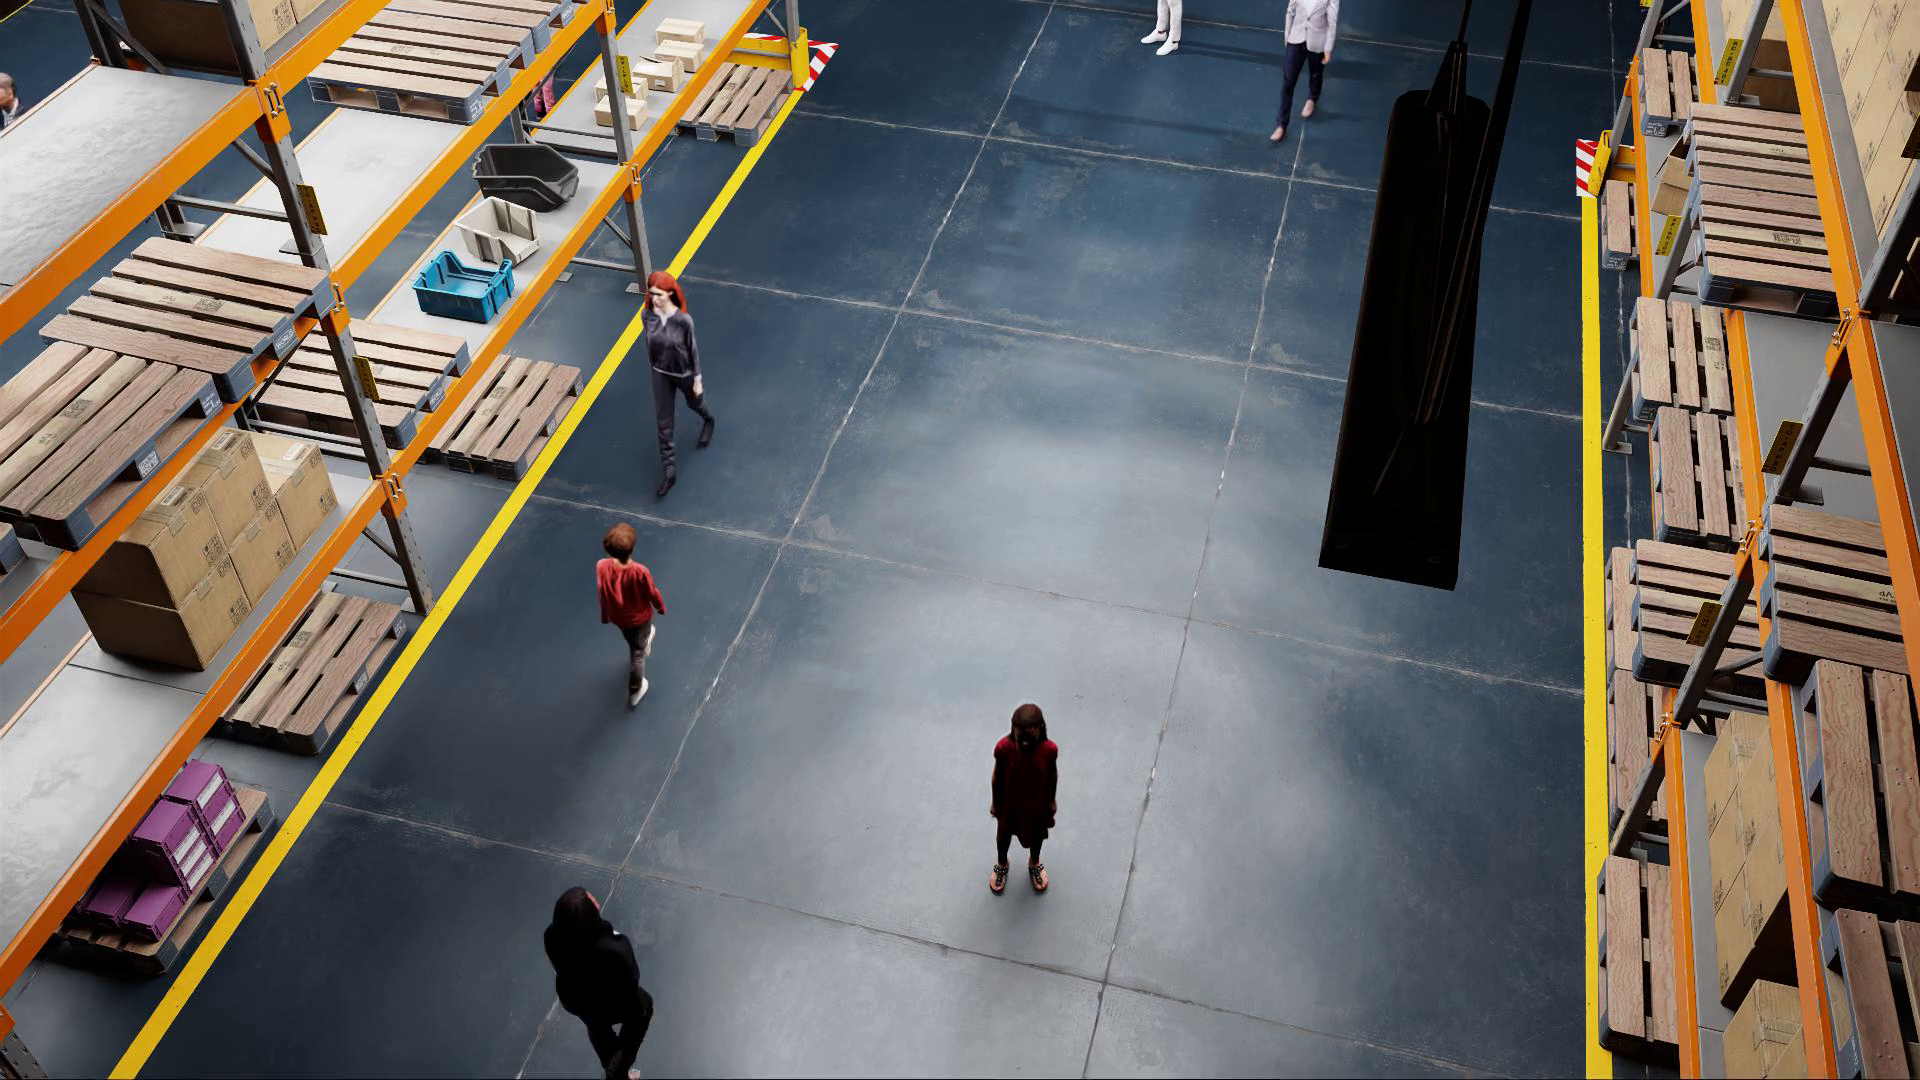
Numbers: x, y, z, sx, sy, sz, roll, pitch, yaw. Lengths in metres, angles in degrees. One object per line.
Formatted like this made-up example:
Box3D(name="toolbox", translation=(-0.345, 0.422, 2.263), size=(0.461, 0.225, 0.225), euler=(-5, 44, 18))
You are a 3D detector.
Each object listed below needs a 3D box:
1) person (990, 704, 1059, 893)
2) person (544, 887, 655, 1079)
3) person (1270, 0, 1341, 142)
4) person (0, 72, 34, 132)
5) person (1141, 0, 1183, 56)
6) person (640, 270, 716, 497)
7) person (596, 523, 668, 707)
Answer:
Box3D(name="person", translation=(0.373, 1.465, 9.588), size=(0.624, 1.552, 0.681), euler=(-2, 44, -2))
Box3D(name="person", translation=(-1.883, 2.401, 8.567), size=(0.664, 1.607, 0.673), euler=(13, 45, 13))
Box3D(name="person", translation=(3.398, -4.824, 16.007), size=(0.849, 1.804, 1.249), euler=(19, 47, 19))
Box3D(name="person", translation=(-7.862, -3.236, 14.337), size=(0.795, 1.808, 0.759), euler=(25, 49, 24))
Box3D(name="person", translation=(2.187, -5.948, 17.172), size=(0.852, 1.825, 0.775), euler=(-19, 47, -19))
Box3D(name="person", translation=(-2.061, -1.259, 12.318), size=(0.587, 1.731, 1.117), euler=(11, 45, 11))
Box3D(name="person", translation=(-2.152, 0.517, 10.700), size=(0.537, 1.392, 0.853), euler=(10, 44, 10))
